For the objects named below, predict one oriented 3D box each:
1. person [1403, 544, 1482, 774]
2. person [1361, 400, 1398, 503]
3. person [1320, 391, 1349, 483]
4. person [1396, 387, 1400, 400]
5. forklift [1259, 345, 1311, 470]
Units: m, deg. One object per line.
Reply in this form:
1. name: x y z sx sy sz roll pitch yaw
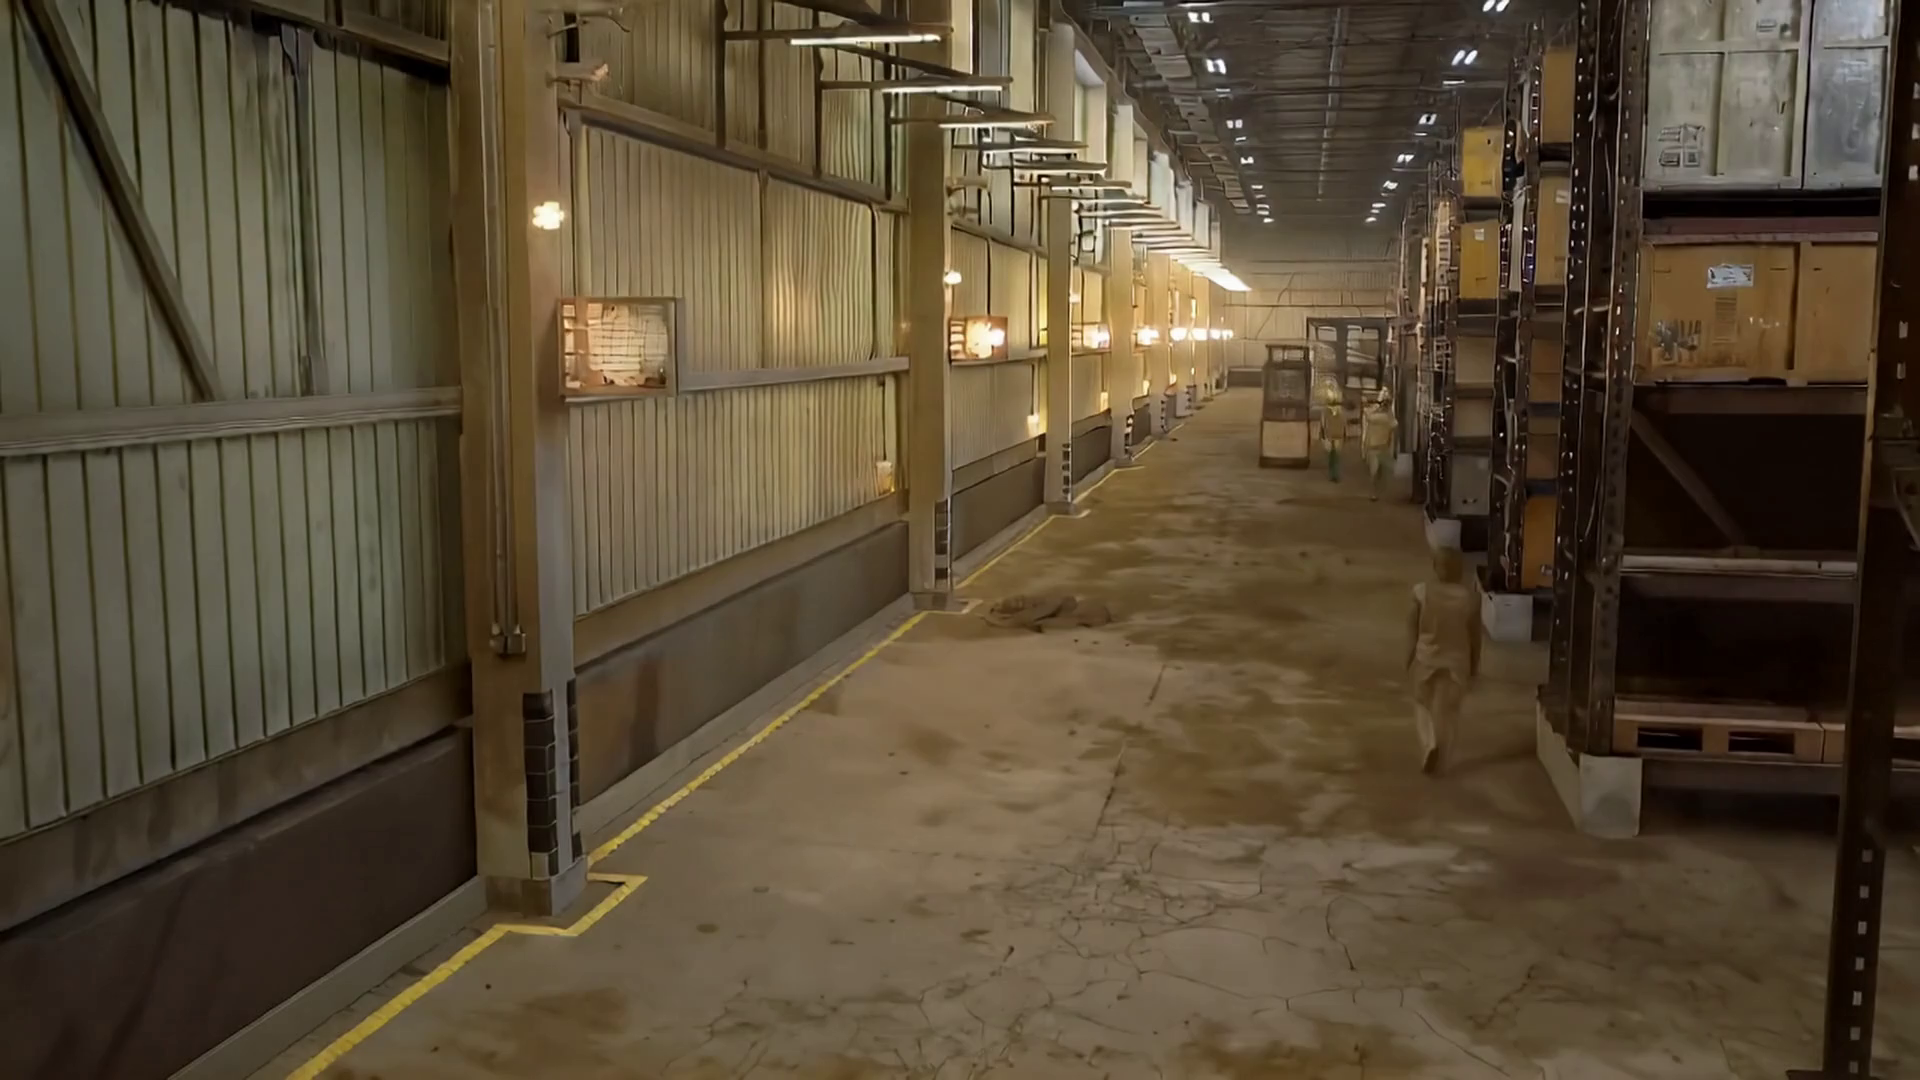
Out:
1. person: 3.353 0.851 11.547 0.527 1.625 0.482 1 7 10
2. person: 7.626 -1.612 30.244 0.646 1.891 0.522 2 7 13
3. person: 7.756 -2.127 34.374 0.567 1.882 0.978 0 7 -3
4. person: 12.429 -3.596 46.766 0.378 1.731 0.498 -3 8 -26
5. forklift: 7.412 -3.042 37.741 1.129 2.768 1.873 1 7 12
